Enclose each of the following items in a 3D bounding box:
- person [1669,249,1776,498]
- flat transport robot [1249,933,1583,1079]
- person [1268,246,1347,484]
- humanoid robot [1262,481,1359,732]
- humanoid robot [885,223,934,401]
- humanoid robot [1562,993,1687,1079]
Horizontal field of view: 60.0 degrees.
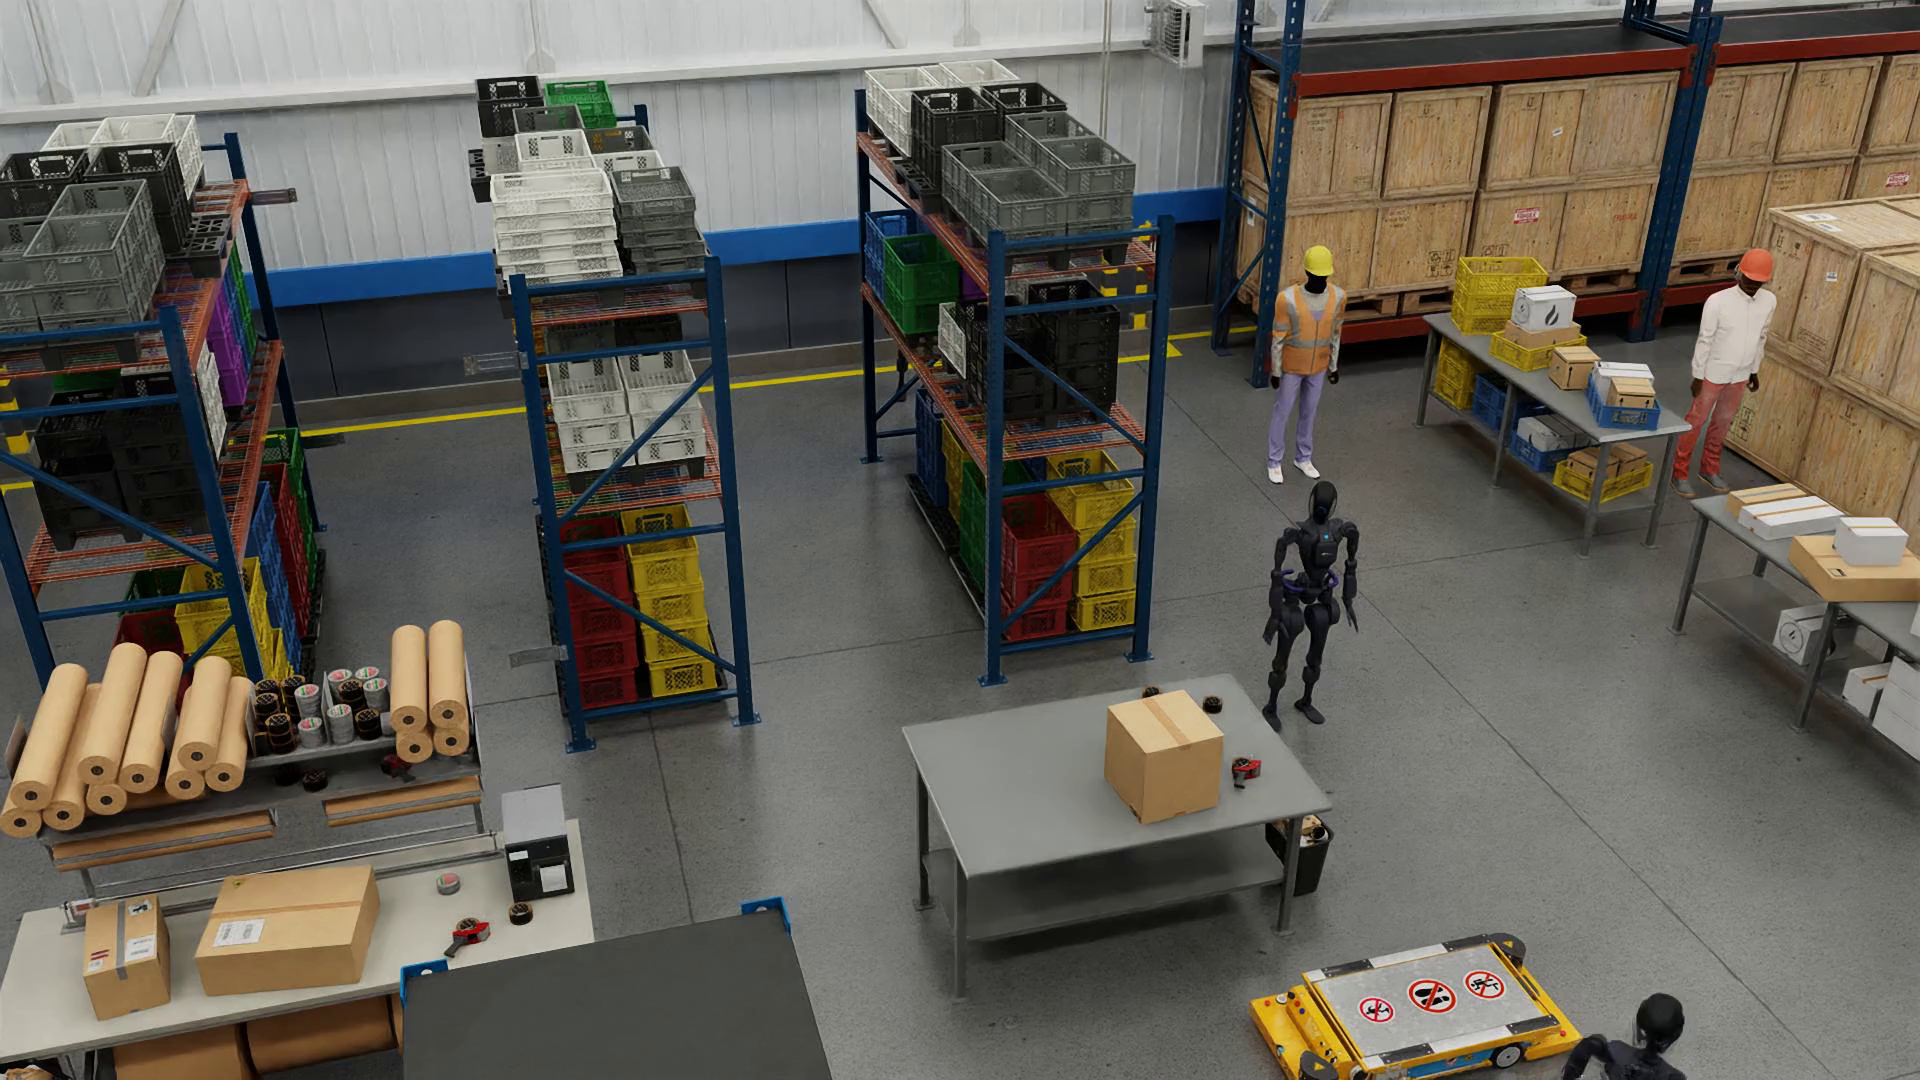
[{"bbox_3d":[5.856,-1.275,12.696,0.610,1.989,0.388,-7,30,-12],"label":"person"},{"bbox_3d":[2.184,2.282,7.980,1.431,0.197,0.652,-8,30,-14],"label":"flat transport robot"},{"bbox_3d":[2.688,-1.365,12.923,0.586,1.928,0.377,-7,30,-12],"label":"person"},{"bbox_3d":[2.103,0.393,9.972,0.603,1.654,0.318,-7,30,-12],"label":"humanoid robot"},{"bbox_3d":[-0.357,-2.006,14.333,0.603,1.657,0.318,-7,30,-12],"label":"humanoid robot"},{"bbox_3d":[2.537,2.397,6.344,0.585,1.634,0.621,-25,37,-37],"label":"humanoid robot"}]
